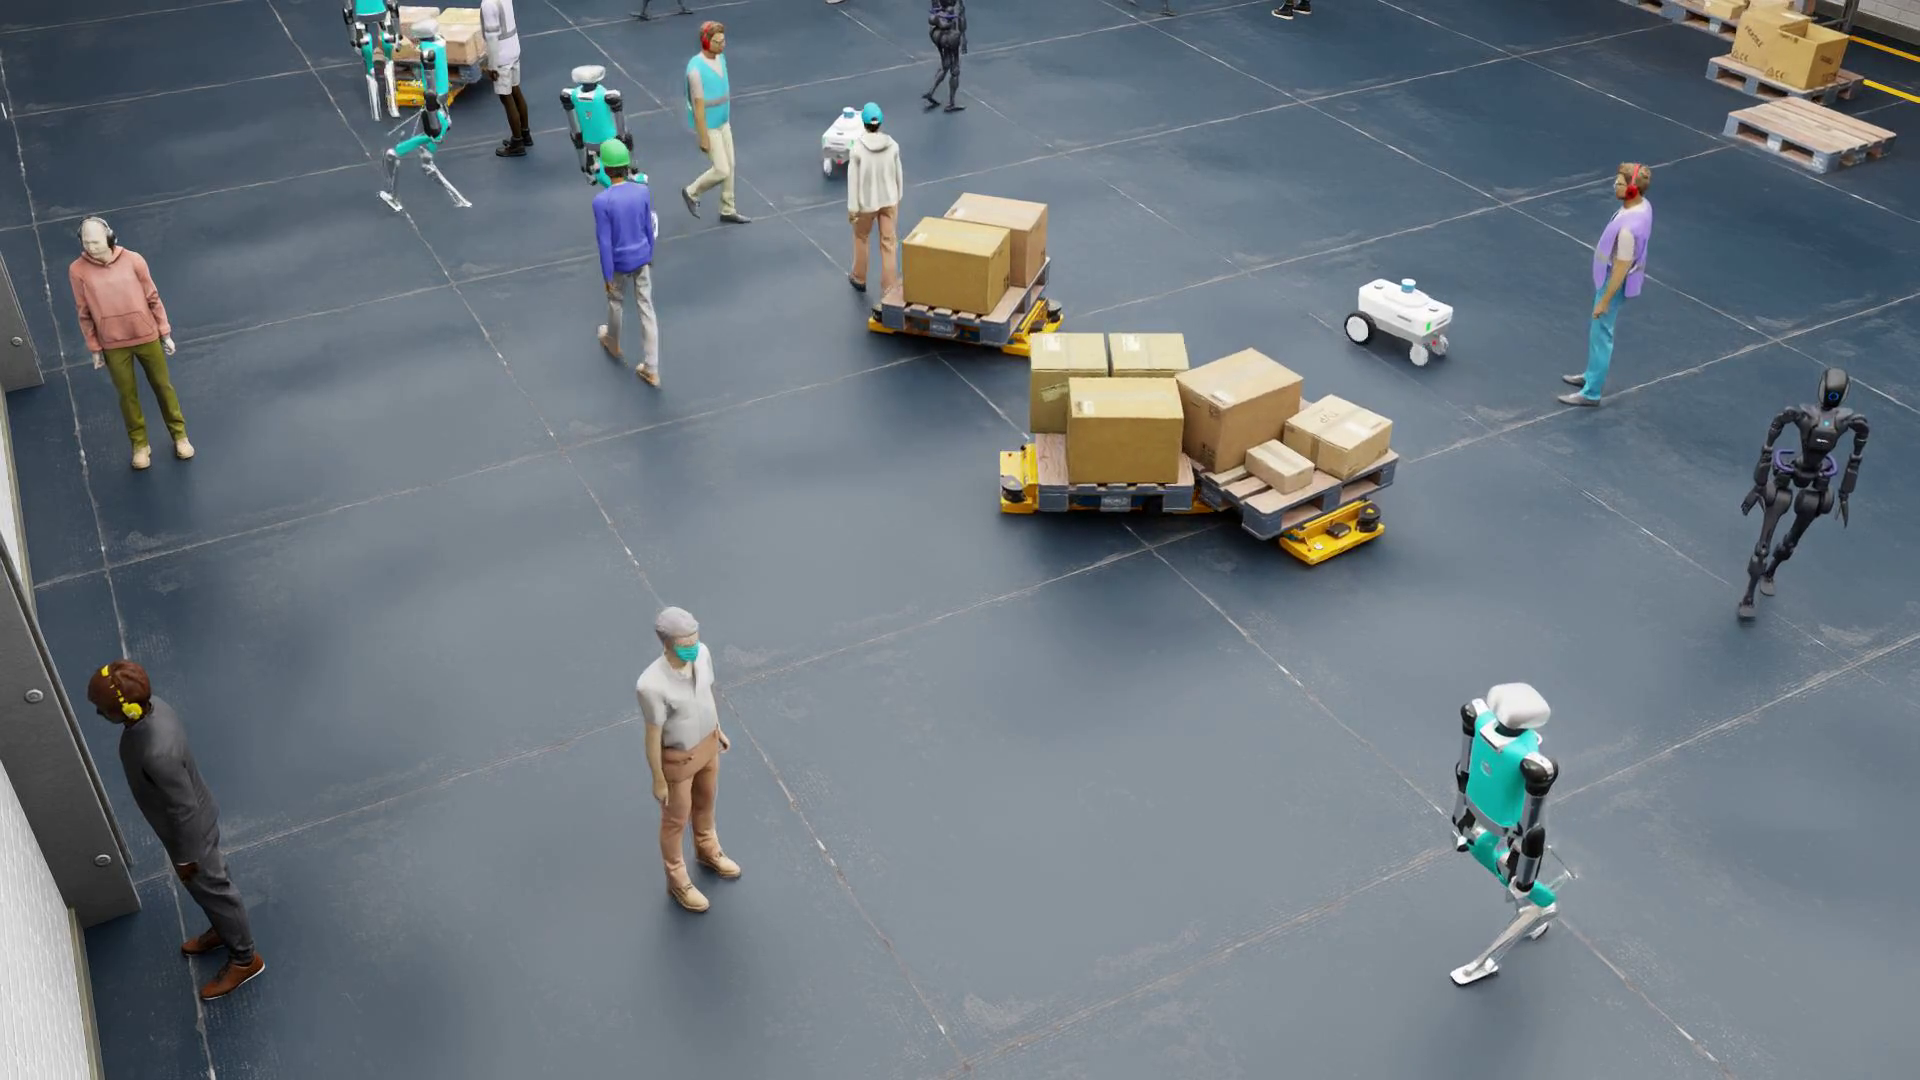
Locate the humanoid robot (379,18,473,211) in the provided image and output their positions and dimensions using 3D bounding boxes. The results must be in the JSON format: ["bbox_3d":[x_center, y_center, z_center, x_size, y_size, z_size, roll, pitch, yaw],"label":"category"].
[{"bbox_3d":[-4.935,-3.736,14.790,0.959,1.768,0.543,-2,35,-3],"label":"humanoid robot"}]

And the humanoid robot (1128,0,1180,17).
[{"bbox_3d":[2.314,-7.044,19.600,0.787,1.639,0.591,22,41,28],"label":"humanoid robot"}]

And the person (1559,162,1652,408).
[{"bbox_3d":[4.693,-1.815,11.936,0.373,1.840,0.569,14,37,19],"label":"person"}]

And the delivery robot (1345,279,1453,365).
[{"bbox_3d":[3.434,-1.742,12.970,0.499,0.614,0.815,-27,43,-33],"label":"delivery robot"}]

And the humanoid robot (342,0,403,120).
[{"bbox_3d":[-5.881,-5.062,16.716,0.540,1.860,0.682,-13,37,-18],"label":"humanoid robot"}]

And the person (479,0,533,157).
[{"bbox_3d":[-4.399,-4.632,15.882,0.384,1.930,0.542,3,35,4],"label":"person"}]

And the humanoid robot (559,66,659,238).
[{"bbox_3d":[-2.828,-3.269,14.122,0.544,1.759,1.009,15,38,20],"label":"humanoid robot"}]

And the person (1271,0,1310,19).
[{"bbox_3d":[3.962,-7.075,19.349,0.604,1.958,0.369,-24,42,-30],"label":"person"}]

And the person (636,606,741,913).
[{"bbox_3d":[-1.307,1.021,7.973,0.313,1.741,0.497,20,40,26],"label":"person"}]

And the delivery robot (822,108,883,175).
[{"bbox_3d":[-1.050,-3.849,15.976,0.499,0.612,0.805,9,36,13],"label":"delivery robot"}]

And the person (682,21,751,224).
[{"bbox_3d":[-2.174,-3.620,14.521,0.509,1.823,0.574,11,37,16],"label":"person"}]

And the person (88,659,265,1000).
[{"bbox_3d":[-3.517,1.286,7.482,0.357,1.874,0.491,-20,40,-26],"label":"person"}]

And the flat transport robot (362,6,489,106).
[{"bbox_3d":[-5.571,-4.979,17.825,0.659,0.231,1.431,4,35,6],"label":"flat transport robot"}]

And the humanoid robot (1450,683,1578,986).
[{"bbox_3d":[2.603,1.365,7.574,0.802,1.878,0.546,-14,37,-19],"label":"humanoid robot"}]

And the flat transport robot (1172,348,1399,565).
[{"bbox_3d":[2.109,-0.335,11.194,0.659,0.231,1.431,-22,40,-28],"label":"flat transport robot"}]

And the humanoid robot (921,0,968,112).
[{"bbox_3d":[-0.179,-5.203,16.913,0.439,1.644,0.593,-20,40,-26],"label":"humanoid robot"}]

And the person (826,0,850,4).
[{"bbox_3d":[-1.495,-7.419,19.853,0.421,1.941,0.551,-12,37,-16],"label":"person"}]

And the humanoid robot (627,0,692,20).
[{"bbox_3d":[-3.572,-6.912,19.389,0.768,1.622,0.594,-5,35,-7],"label":"humanoid robot"}]

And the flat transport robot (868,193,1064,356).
[{"bbox_3d":[0.052,-1.784,13.263,1.431,0.231,0.659,11,37,16],"label":"flat transport robot"}]

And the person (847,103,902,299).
[{"bbox_3d":[-0.711,-2.736,13.416,0.491,1.647,0.718,-12,37,-17],"label":"person"}]

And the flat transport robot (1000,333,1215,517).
[{"bbox_3d":[0.990,-0.431,11.331,1.431,0.231,0.659,0,35,0],"label":"flat transport robot"}]

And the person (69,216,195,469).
[{"bbox_3d":[-5.632,-1.358,11.289,0.525,1.835,0.356,-15,38,-21],"label":"person"}]

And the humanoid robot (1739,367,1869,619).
[{"bbox_3d":[5.023,-0.279,9.898,0.594,1.641,0.640,8,36,11],"label":"humanoid robot"}]

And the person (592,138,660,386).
[{"bbox_3d":[-2.509,-2.118,12.381,0.482,1.824,0.937,-21,40,-27],"label":"person"}]
